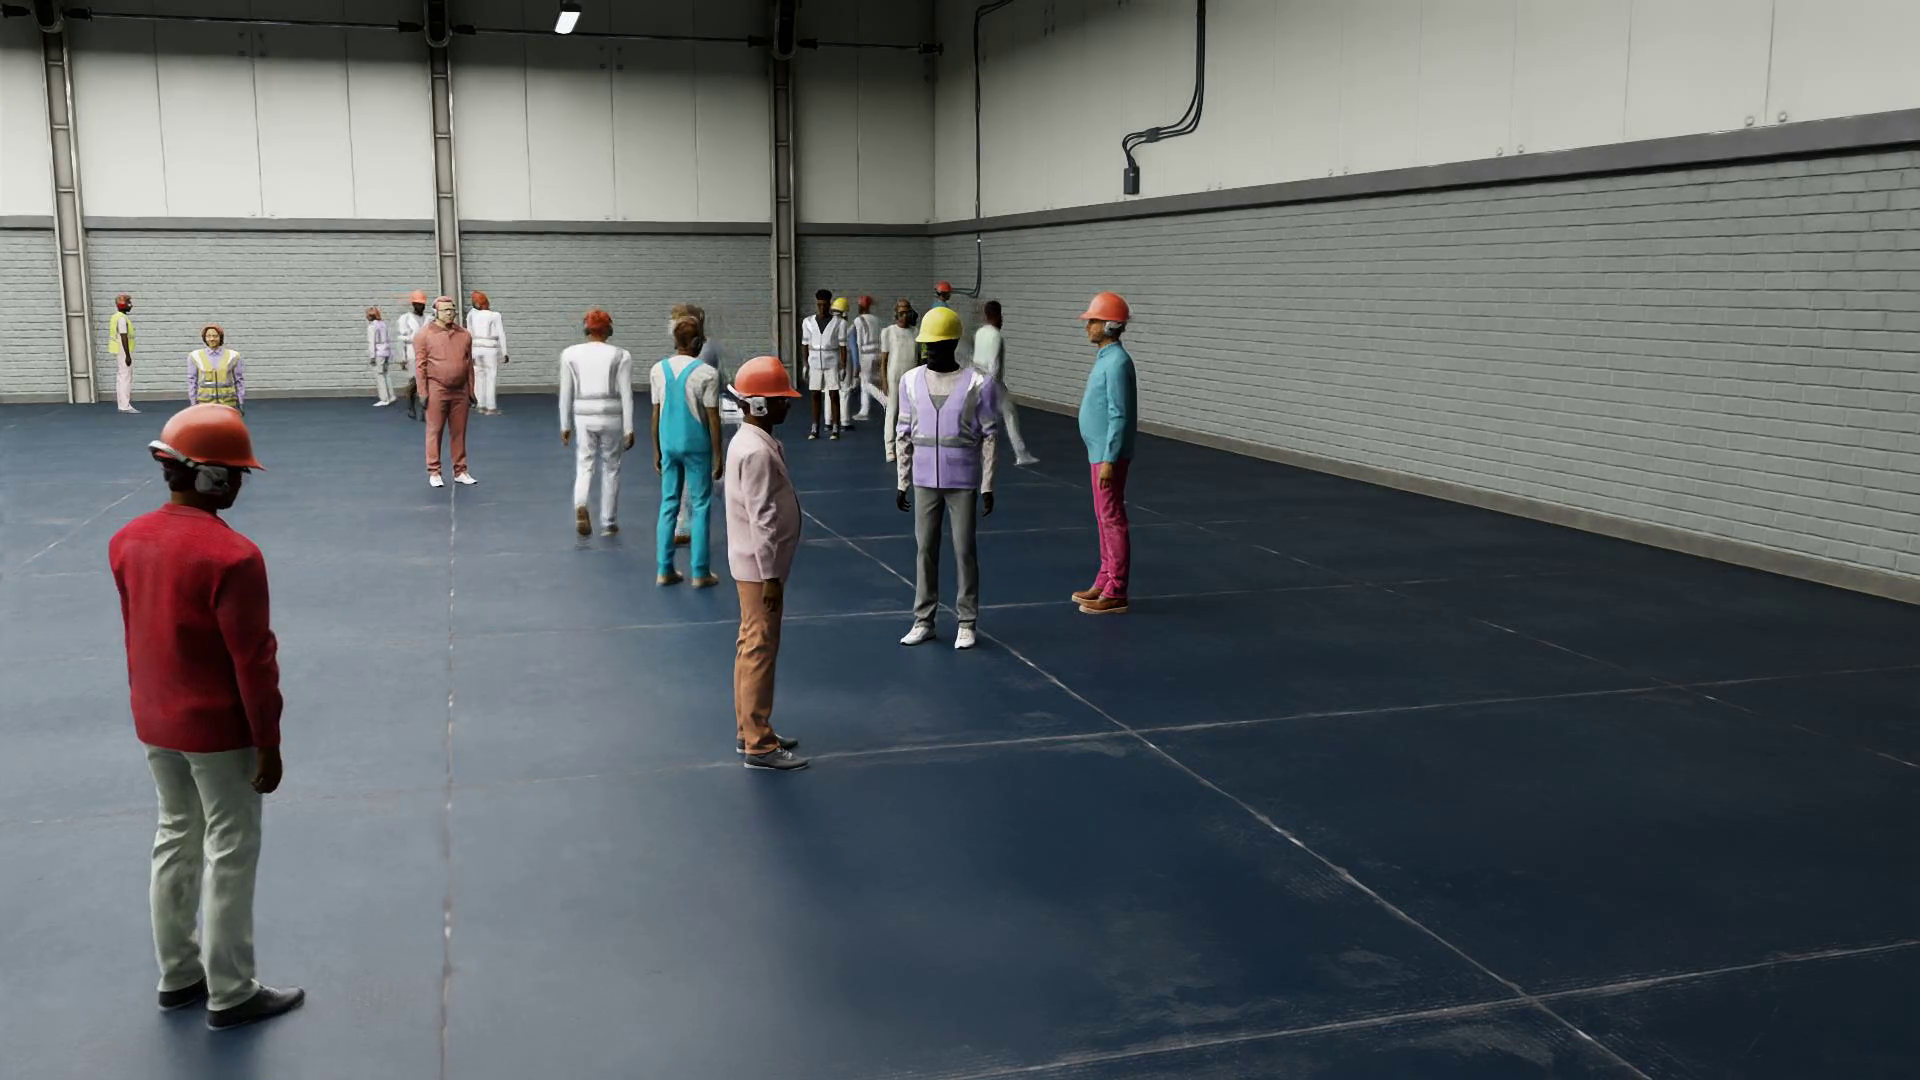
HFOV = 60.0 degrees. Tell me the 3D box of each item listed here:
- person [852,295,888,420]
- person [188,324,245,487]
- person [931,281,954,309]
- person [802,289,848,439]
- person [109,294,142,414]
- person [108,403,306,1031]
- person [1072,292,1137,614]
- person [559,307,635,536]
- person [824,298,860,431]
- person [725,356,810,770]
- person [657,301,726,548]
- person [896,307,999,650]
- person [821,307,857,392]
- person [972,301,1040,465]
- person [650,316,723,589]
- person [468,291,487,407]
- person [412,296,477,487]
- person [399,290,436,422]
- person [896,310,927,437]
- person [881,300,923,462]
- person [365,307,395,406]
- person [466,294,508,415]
[{"bbox_3d":[-1.269,-2.657,24.372,0.766,1.859,0.594,6,11,34],"label":"person"},{"bbox_3d":[-7.404,-1.335,16.593,0.515,1.641,0.315,-4,10,-25],"label":"person"},{"bbox_3d":[-0.305,-3.544,29.409,0.390,2.045,0.607,-3,9,-20],"label":"person"},{"bbox_3d":[-1.757,-2.278,21.612,0.603,1.958,0.375,2,9,10],"label":"person"},{"bbox_3d":[-12.931,-2.863,25.693,0.373,1.843,0.572,-6,11,-34],"label":"person"},{"bbox_3d":[-2.081,0.490,4.640,0.575,1.740,0.348,5,10,28],"label":"person"},{"bbox_3d":[0.915,-0.541,10.395,0.375,1.997,0.611,0,9,-2],"label":"person"},{"bbox_3d":[-2.901,-0.916,13.245,0.606,1.863,0.710,0,9,0],"label":"person"},{"bbox_3d":[-1.638,-2.398,22.800,0.599,1.827,0.404,5,10,27],"label":"person"},{"bbox_3d":[-0.831,0.095,7.110,0.324,1.752,0.563,-2,9,-13],"label":"person"},{"bbox_3d":[-1.989,-0.886,12.852,0.674,1.916,0.637,-5,10,-31],"label":"person"},{"bbox_3d":[-0.085,-0.341,9.352,0.594,1.922,0.375,3,9,18],"label":"person"},{"bbox_3d":[-2.265,-3.495,30.487,0.633,1.609,0.534,-2,9,-13],"label":"person"},{"bbox_3d":[0.361,-1.738,18.546,1.027,1.846,0.578,-5,10,-27],"label":"person"},{"bbox_3d":[-1.835,-0.581,11.183,0.522,1.833,0.339,3,9,18],"label":"person"},{"bbox_3d":[-7.855,-3.110,27.138,0.355,1.887,0.573,-3,9,-19],"label":"person"},{"bbox_3d":[-5.159,-1.493,16.759,0.639,1.908,0.409,-9,12,-44],"label":"person"},{"bbox_3d":[-7.858,-2.673,24.210,0.563,1.927,0.424,-8,12,-40],"label":"person"},{"bbox_3d":[-0.631,-2.065,21.081,0.535,1.697,0.318,3,9,17],"label":"person"},{"bbox_3d":[-0.648,-1.812,18.988,0.506,1.846,0.349,-3,9,-19],"label":"person"},{"bbox_3d":[-9.554,-3.012,27.343,0.327,1.623,0.527,1,9,6],"label":"person"},{"bbox_3d":[-7.305,-2.849,25.577,0.631,1.855,0.409,3,9,18],"label":"person"}]
